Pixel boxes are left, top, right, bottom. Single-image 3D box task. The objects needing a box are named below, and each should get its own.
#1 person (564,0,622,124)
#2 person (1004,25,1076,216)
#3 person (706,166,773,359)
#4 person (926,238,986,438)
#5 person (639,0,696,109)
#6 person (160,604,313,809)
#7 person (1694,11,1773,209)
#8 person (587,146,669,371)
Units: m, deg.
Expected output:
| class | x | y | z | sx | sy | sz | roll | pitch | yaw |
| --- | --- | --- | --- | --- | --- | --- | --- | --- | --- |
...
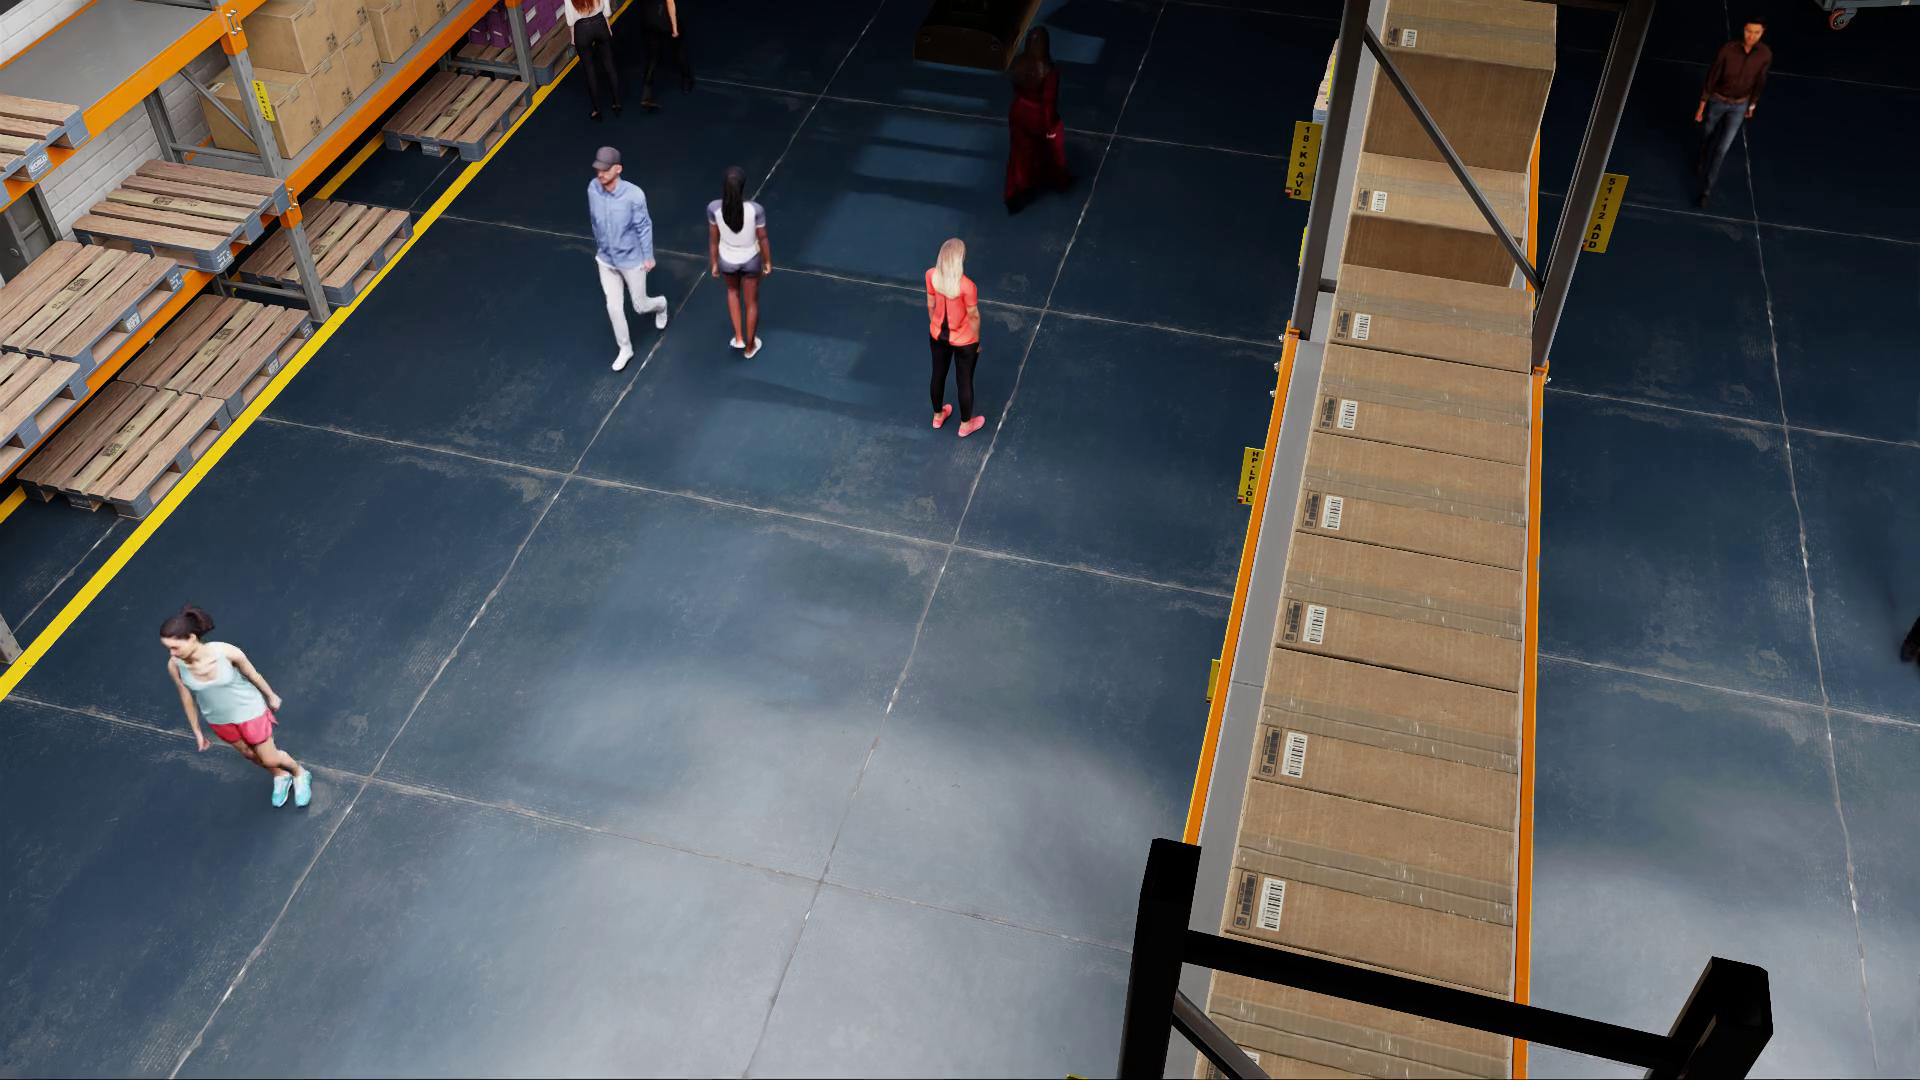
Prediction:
| class | x | y | z | sx | sy | sz | roll | pitch | yaw |
| --- | --- | --- | --- | --- | --- | --- | --- | --- | --- |
| person | -3.521 | -4.833 | 15.882 | 0.648 | 1.758 | 0.702 | -21 | 47 | -20 |
| person | 0.596 | -3.639 | 14.655 | 0.938 | 1.722 | 1.122 | 30 | 51 | 28 |
| person | -1.742 | -2.121 | 13.069 | 0.687 | 1.712 | 0.683 | 1 | 44 | 2 |
| person | -0.054 | -1.517 | 12.447 | 0.649 | 1.695 | 0.623 | 23 | 48 | 22 |
| person | -2.982 | -4.983 | 16.118 | 0.675 | 1.650 | 1.061 | 17 | 46 | 17 |
| person | -4.228 | 0.984 | 9.791 | 0.712 | 1.738 | 0.746 | -14 | 45 | -14 |
| person | 6.901 | -3.957 | 14.981 | 0.736 | 1.732 | 1.184 | 15 | 46 | 15 |
| person | -2.631 | -2.277 | 13.117 | 0.688 | 1.871 | 0.999 | 14 | 45 | 14 |
